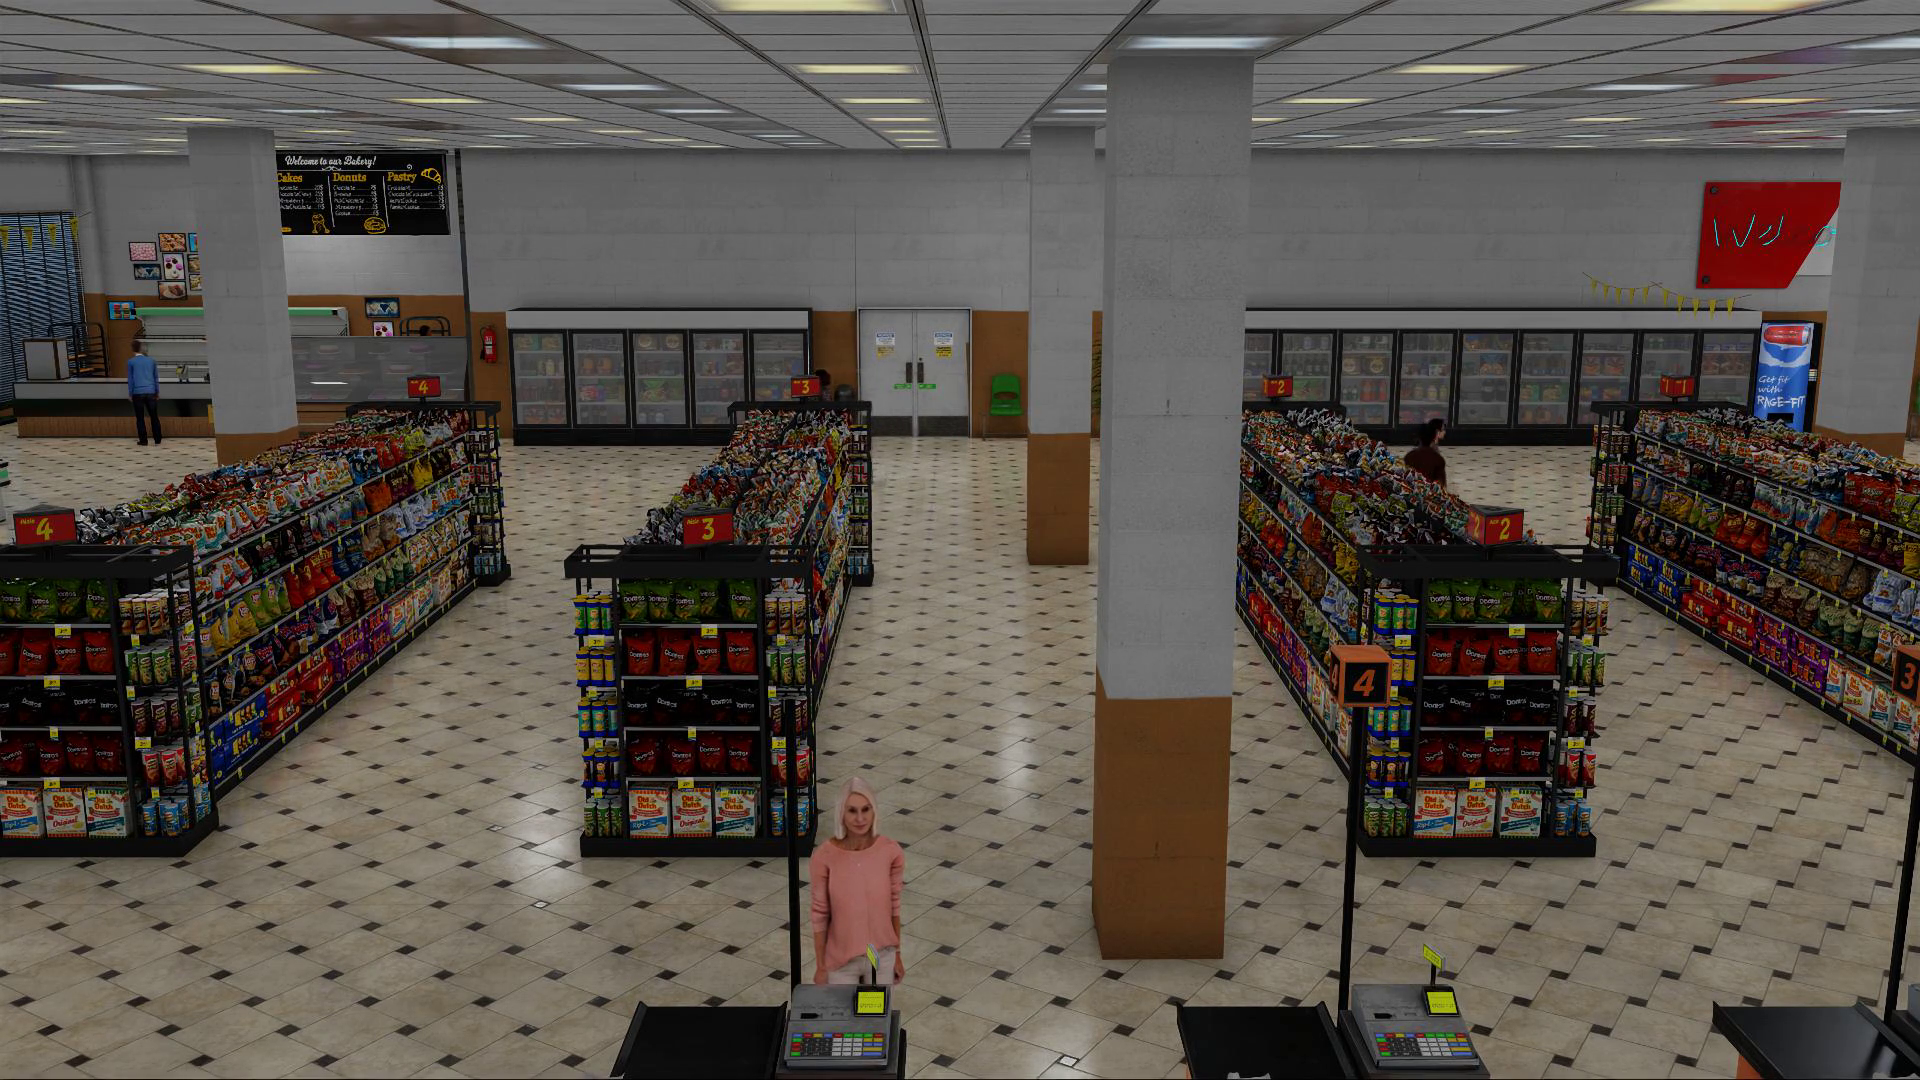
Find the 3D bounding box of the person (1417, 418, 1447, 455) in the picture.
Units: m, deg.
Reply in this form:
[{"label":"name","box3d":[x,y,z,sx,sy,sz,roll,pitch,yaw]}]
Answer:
[{"label":"person","box3d":[5.285,-0.538,19.287,0.822,1.715,0.905,5,13,21]}]

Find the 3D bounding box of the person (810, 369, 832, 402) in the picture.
[{"label":"person","box3d":[-1.975,-1.657,24.709,0.904,1.672,1.111,4,13,19]}]

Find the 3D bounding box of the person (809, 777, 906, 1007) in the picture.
[{"label":"person","box3d":[-0.466,1.907,7.649,0.665,1.726,0.631,-4,13,-18]}]

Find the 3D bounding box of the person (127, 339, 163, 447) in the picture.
[{"label":"person","box3d":[-14.020,-2.540,28.558,0.738,1.813,0.787,-11,16,-41]}]

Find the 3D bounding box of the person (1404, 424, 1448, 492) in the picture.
[{"label":"person","box3d":[5.092,-0.367,18.431,1.040,1.734,1.173,8,14,33]}]
